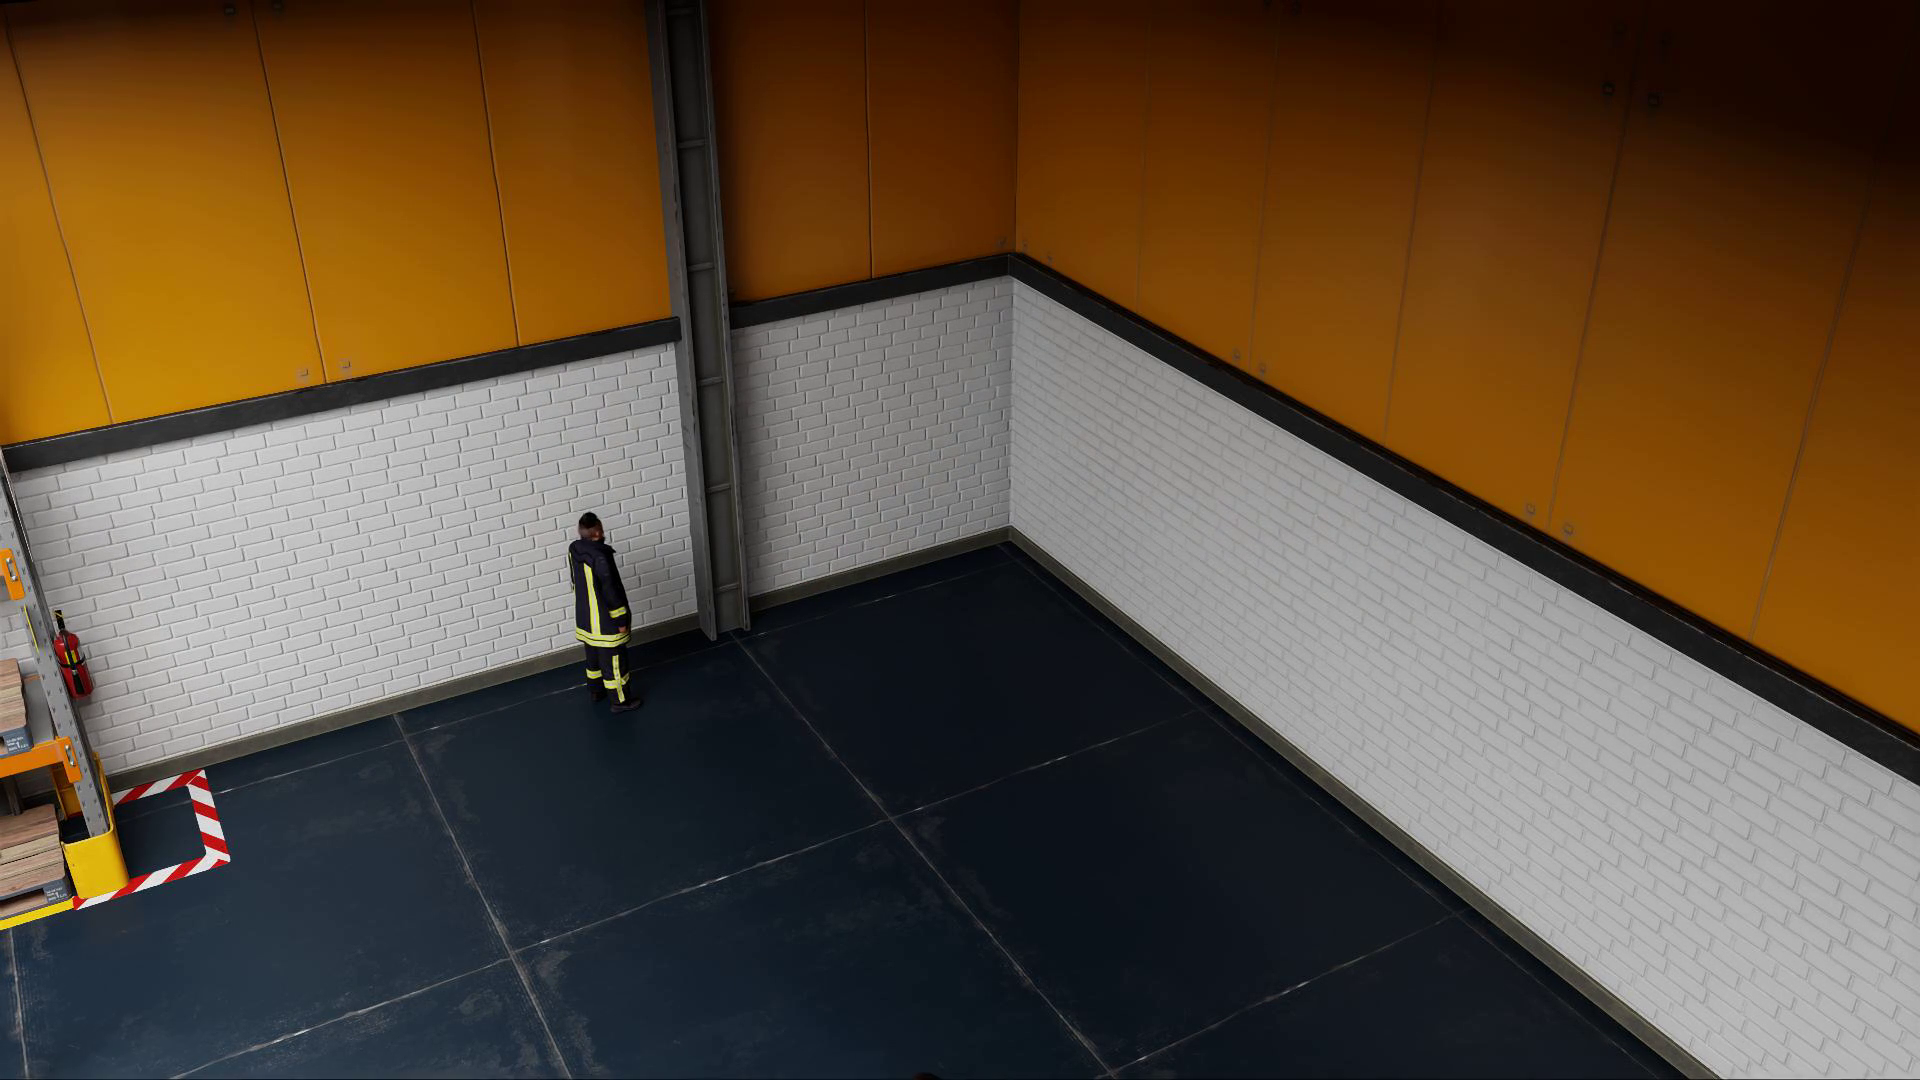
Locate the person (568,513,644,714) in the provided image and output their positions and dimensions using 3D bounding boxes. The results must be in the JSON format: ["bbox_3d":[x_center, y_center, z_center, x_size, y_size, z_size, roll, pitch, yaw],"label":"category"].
[{"bbox_3d":[-2.994,0.575,13.875,0.789,1.862,0.831,-26,38,-38],"label":"person"}]
